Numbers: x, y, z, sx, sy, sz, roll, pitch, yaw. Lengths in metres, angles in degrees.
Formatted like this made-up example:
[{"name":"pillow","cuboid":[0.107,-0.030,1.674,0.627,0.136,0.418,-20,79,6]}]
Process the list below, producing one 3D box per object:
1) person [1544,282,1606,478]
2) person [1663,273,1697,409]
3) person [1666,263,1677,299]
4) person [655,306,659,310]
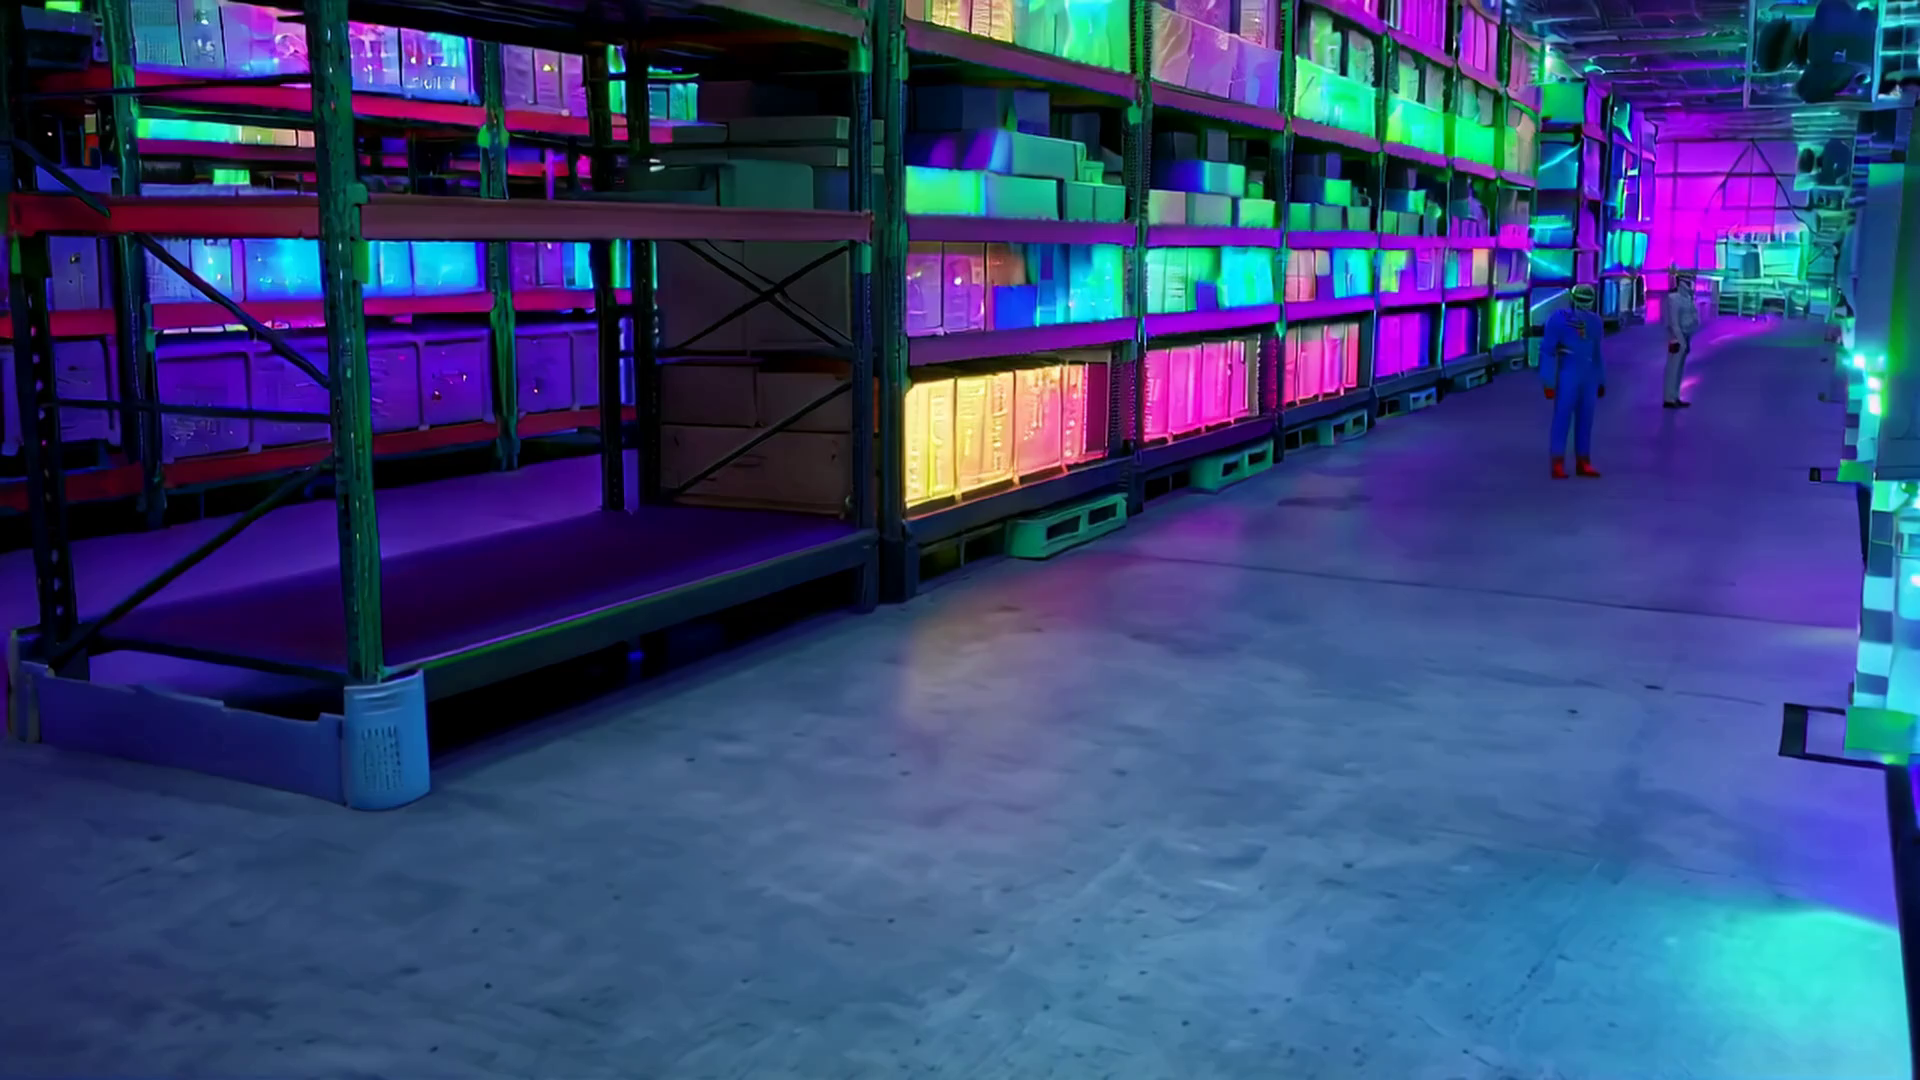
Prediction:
[{"name":"person","cuboid":[5.973,-1.540,16.124,0.654,1.897,0.403,-3,10,-16]},{"name":"person","cuboid":[10.151,-2.806,23.427,0.407,1.902,0.638,7,12,37]},{"name":"person","cuboid":[33.931,-12.332,79.191,0.542,1.685,0.320,-8,13,-39]},{"name":"person","cuboid":[-4.777,-3.359,26.528,0.548,1.934,0.376,-3,10,-19]}]
